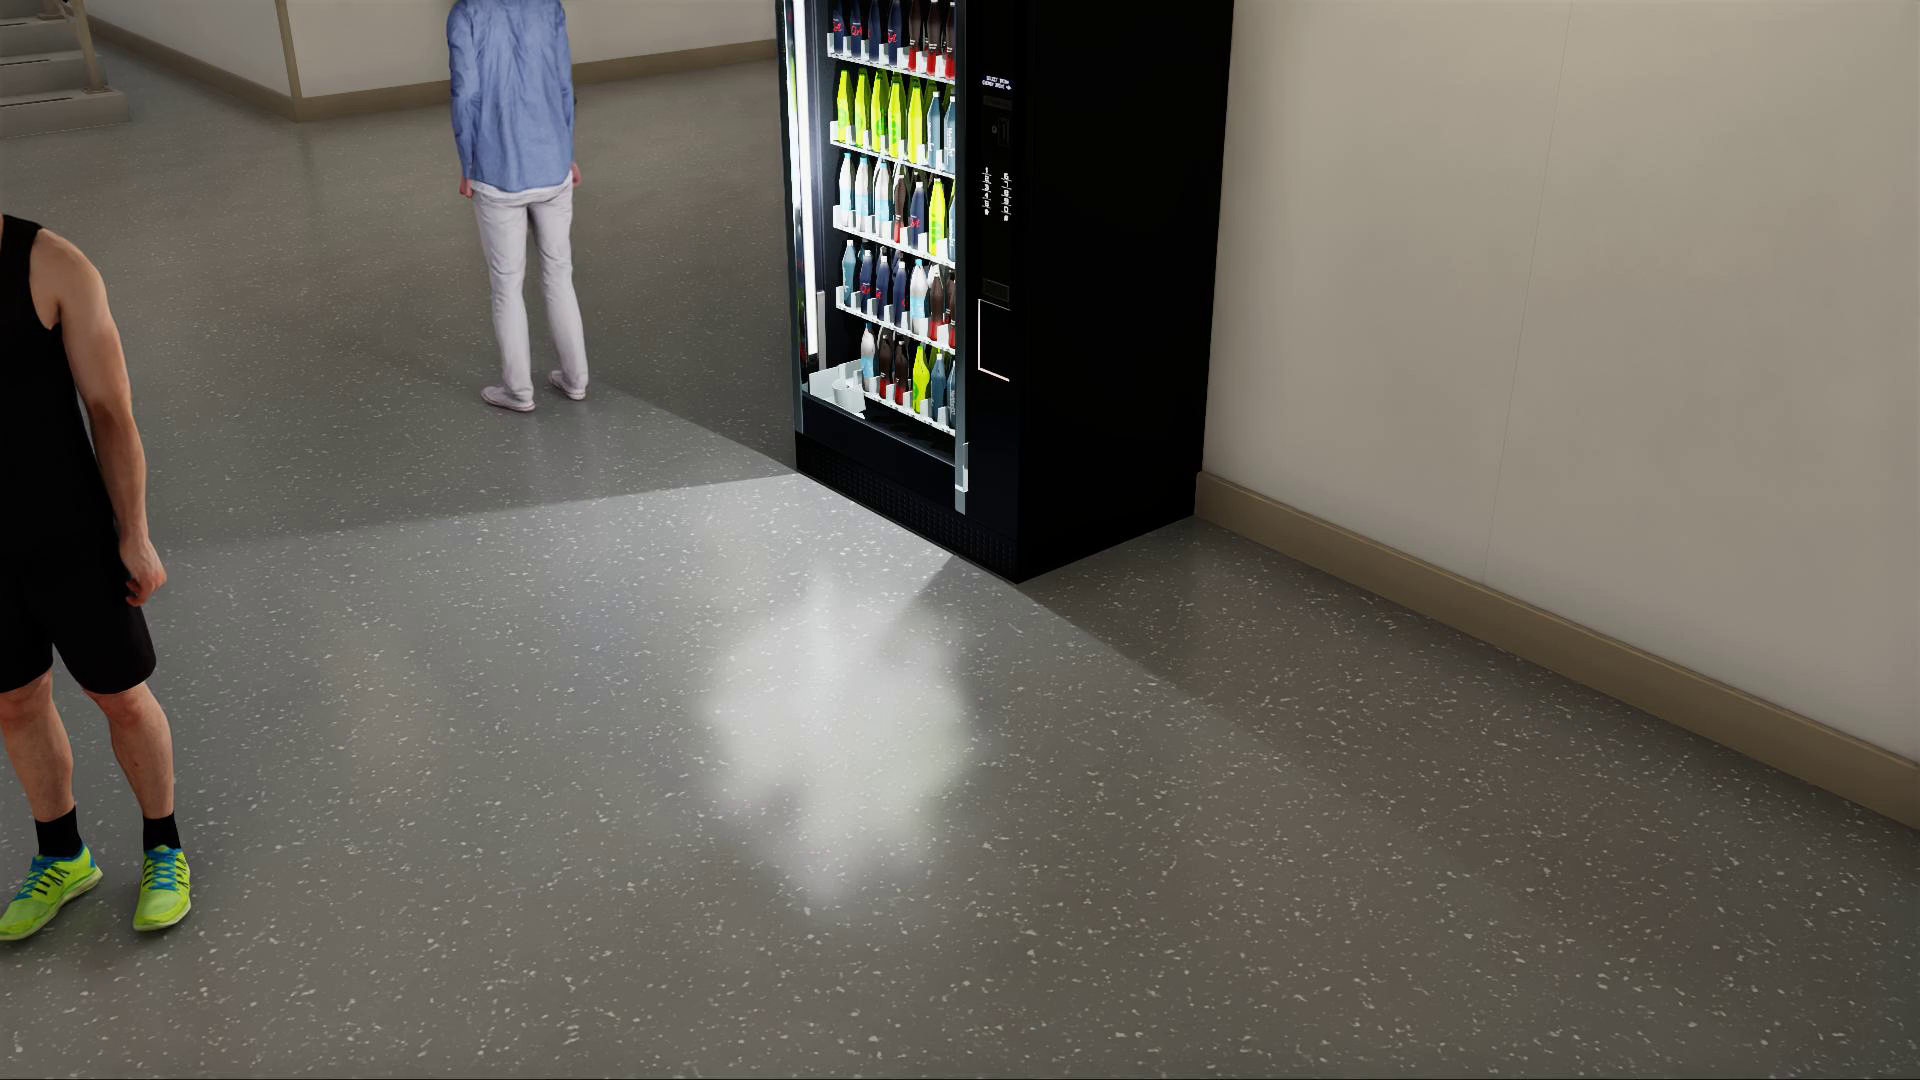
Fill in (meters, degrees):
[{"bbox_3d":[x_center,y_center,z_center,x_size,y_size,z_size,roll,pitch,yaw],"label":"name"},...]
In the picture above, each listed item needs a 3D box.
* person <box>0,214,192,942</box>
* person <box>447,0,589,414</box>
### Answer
[{"bbox_3d":[-1.941,-0.032,3.450,0.773,1.892,0.786,-2,26,-5],"label":"person"},{"bbox_3d":[-1.666,-1.419,6.330,0.641,1.887,0.562,-21,33,-37],"label":"person"}]
